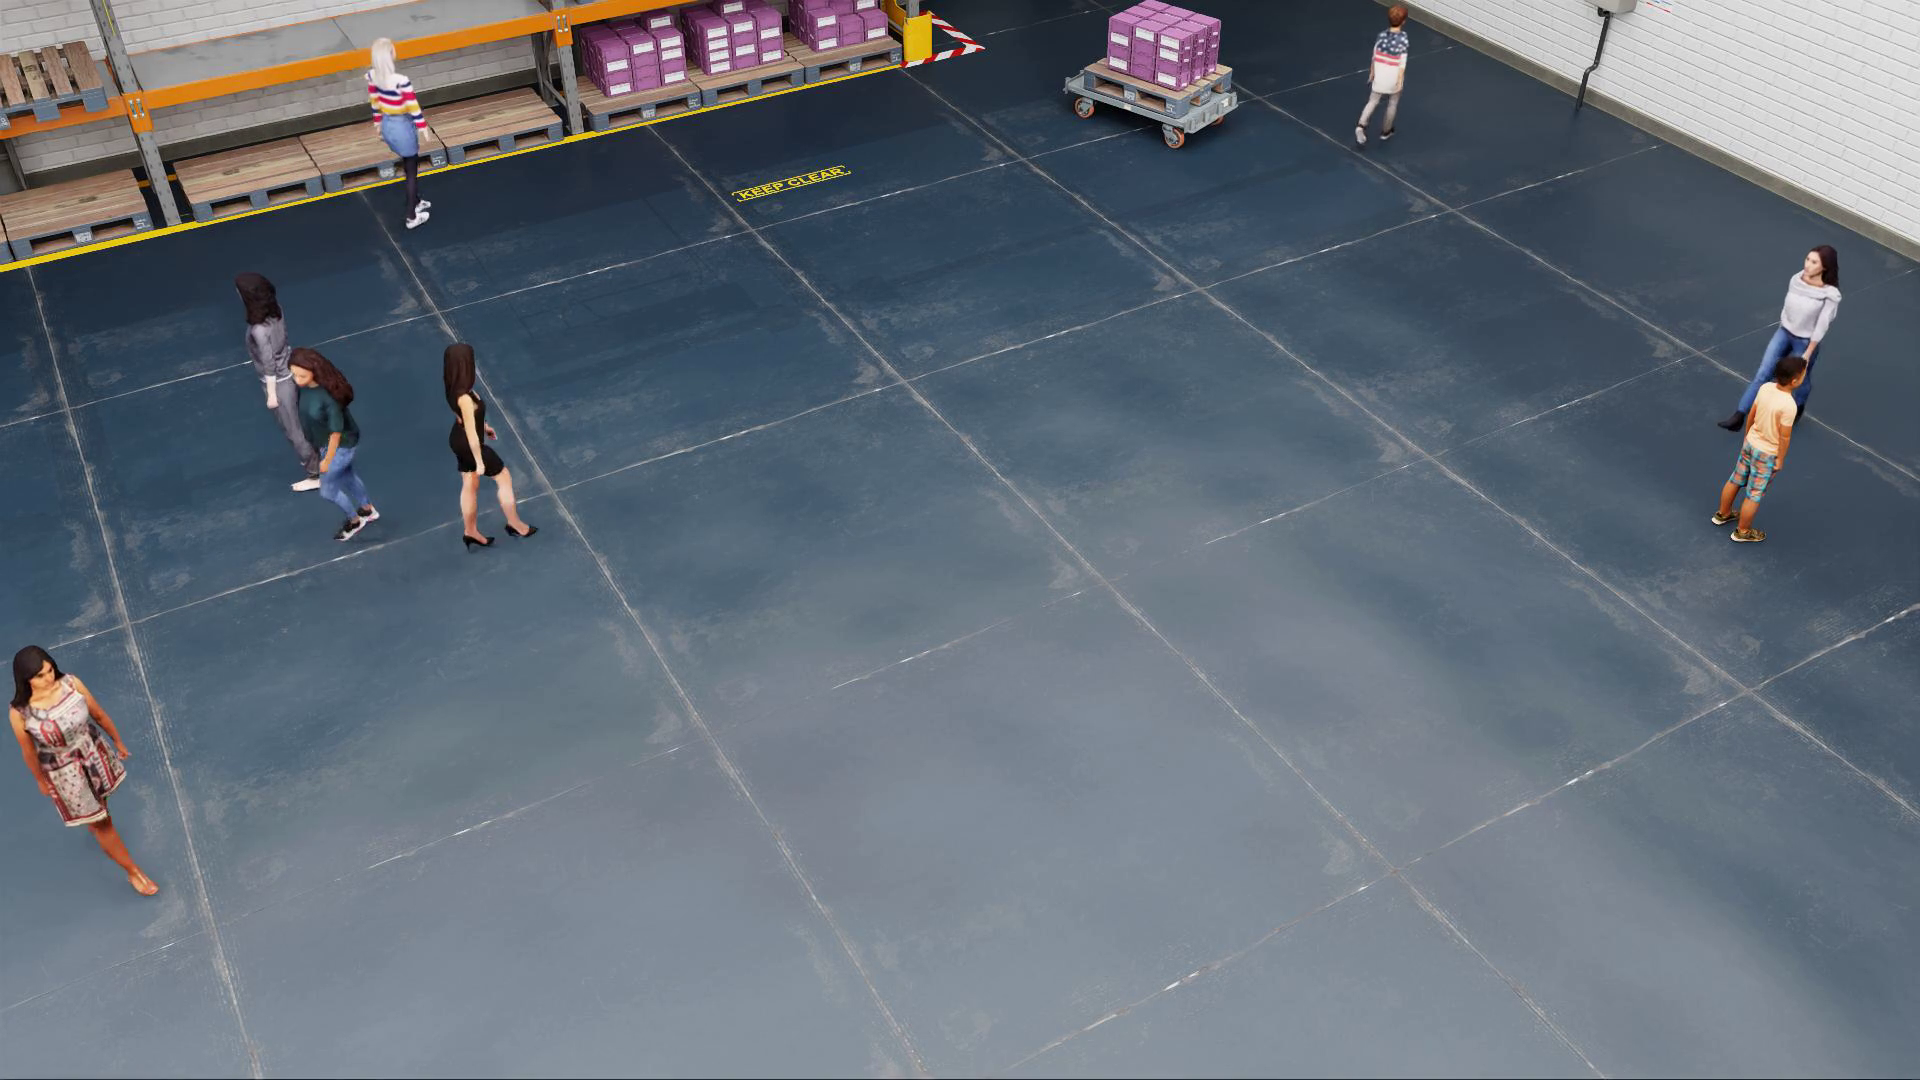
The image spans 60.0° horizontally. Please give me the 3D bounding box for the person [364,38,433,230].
[{"bbox_3d":[-5.163,-3.677,15.178,0.801,1.791,0.836,17,42,20],"label":"person"}]

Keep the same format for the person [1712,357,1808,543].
[{"bbox_3d":[5.626,-0.651,11.653,0.546,1.461,0.566,-11,40,-14],"label":"person"}]

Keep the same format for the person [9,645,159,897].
[{"bbox_3d":[-4.928,1.194,9.219,0.950,1.616,1.008,23,44,26],"label":"person"}]

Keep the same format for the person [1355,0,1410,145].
[{"bbox_3d":[4.266,-4.649,16.690,0.717,1.422,0.936,27,46,29],"label":"person"}]

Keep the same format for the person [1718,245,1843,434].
[{"bbox_3d":[6.415,-1.499,12.619,1.040,1.581,0.652,-17,42,-21],"label":"person"}]

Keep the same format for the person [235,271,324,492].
[{"bbox_3d":[-4.898,-1.155,12.041,0.678,1.764,0.674,0,39,0],"label":"person"}]

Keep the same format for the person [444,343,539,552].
[{"bbox_3d":[-3.440,-0.590,11.444,0.745,1.627,0.574,-23,44,-26],"label":"person"}]

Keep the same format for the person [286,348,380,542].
[{"bbox_3d":[-4.285,-0.660,11.557,0.728,1.595,0.675,-25,45,-28],"label":"person"}]
